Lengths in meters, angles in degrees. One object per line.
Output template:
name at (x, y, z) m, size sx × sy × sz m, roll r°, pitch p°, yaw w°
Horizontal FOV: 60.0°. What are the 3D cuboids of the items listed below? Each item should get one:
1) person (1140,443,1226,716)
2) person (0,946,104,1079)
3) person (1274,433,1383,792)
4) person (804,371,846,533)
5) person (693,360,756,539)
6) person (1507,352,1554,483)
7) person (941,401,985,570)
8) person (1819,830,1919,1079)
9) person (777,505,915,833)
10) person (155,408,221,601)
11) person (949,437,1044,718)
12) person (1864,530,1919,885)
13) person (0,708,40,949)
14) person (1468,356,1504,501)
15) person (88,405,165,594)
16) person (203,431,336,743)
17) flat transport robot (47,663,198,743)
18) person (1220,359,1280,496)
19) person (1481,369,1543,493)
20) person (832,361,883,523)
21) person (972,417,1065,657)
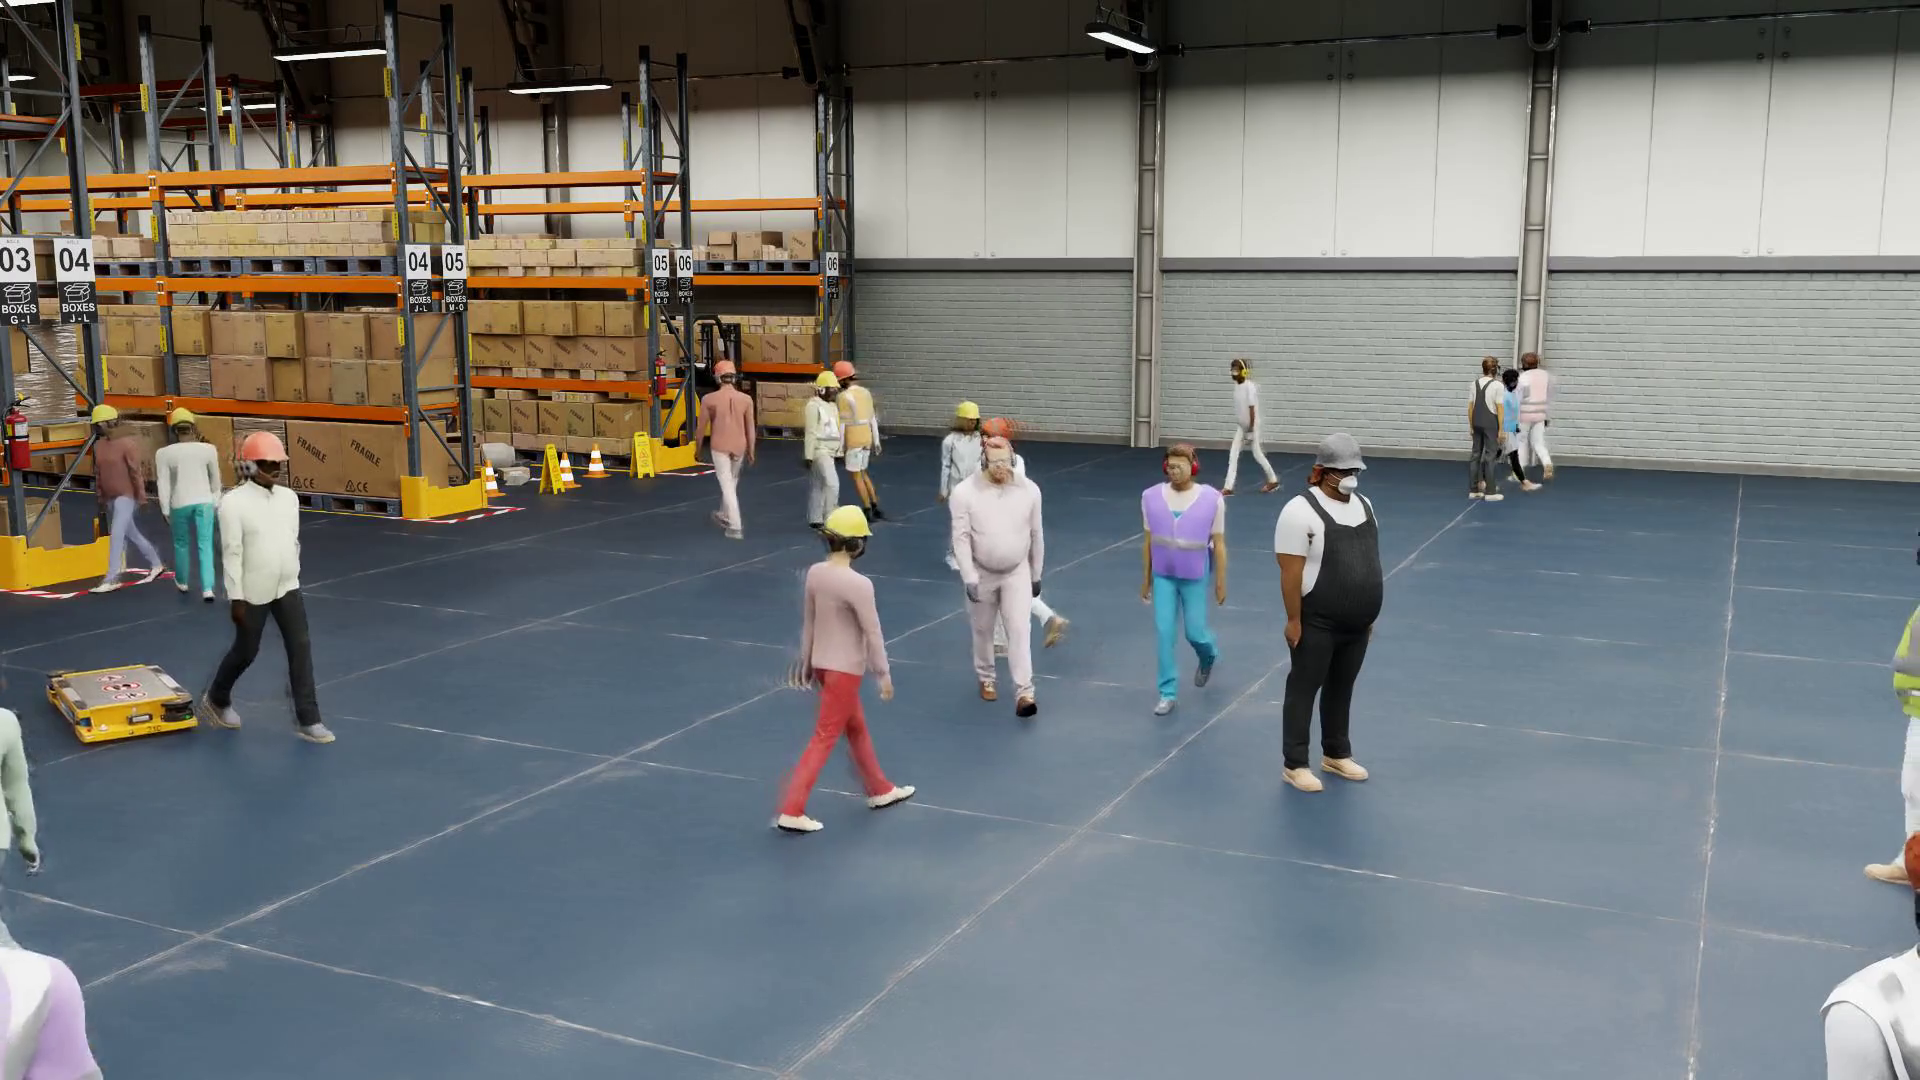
person at (1.518, 0.234, 11.158) m, size 0.576 × 1.825 × 0.665 m, roll 4°, pitch 10°, yaw 23°
person at (-1.881, 1.452, 3.105) m, size 0.633 × 2.003 × 0.860 m, roll -9°, pitch 13°, yaw -43°
person at (2.141, 0.400, 9.458) m, size 0.688 × 2.000 × 0.536 m, roll -6°, pitch 11°, yaw -34°
person at (-1.422, -0.964, 18.487) m, size 0.670 × 1.812 × 0.607 m, roll 3°, pitch 10°, yaw 18°
person at (-2.635, -1.020, 18.484) m, size 0.625 × 1.926 × 1.058 m, roll -6°, pitch 11°, yaw -33°
person at (7.847, -1.662, 22.784) m, size 0.635 × 1.818 × 0.710 m, roll -2°, pitch 9°, yaw -12°
person at (0.049, -0.497, 16.022) m, size 0.495 × 1.700 × 0.897 m, roll -4°, pitch 10°, yaw -26°
person at (1.954, 1.473, 3.365) m, size 0.575 × 1.882 × 0.355 m, roll -5°, pitch 11°, yaw -29°
person at (-0.611, 0.671, 8.794) m, size 0.926 × 1.714 × 0.544 m, roll -7°, pitch 11°, yaw -36°
person at (-6.888, -0.322, 14.893) m, size 0.526 × 1.720 × 0.928 m, roll -5°, pitch 11°, yaw -28°
person at (0.257, 0.238, 11.047) m, size 0.649 × 1.842 × 1.023 m, roll -1°, pitch 9°, yaw -6°
person at (4.650, 0.793, 7.733) m, size 0.605 × 1.824 × 0.635 m, roll 7°, pitch 11°, yaw 36°
person at (-3.655, 1.170, 6.152) m, size 0.858 × 1.580 × 0.580 m, roll 3°, pitch 10°, yaw 17°
person at (6.716, -1.420, 21.215) m, size 0.351 × 1.846 × 0.506 m, roll -6°, pitch 11°, yaw -34°
person at (-7.763, -0.404, 15.408) m, size 0.537 × 1.715 × 0.896 m, roll 4°, pitch 10°, yaw 24°
person at (-4.400, 0.284, 10.428) m, size 0.969 × 1.963 × 0.621 m, roll 5°, pitch 11°, yaw 28°
flat transport robot at (-5.529, 1.042, 10.933) m, size 0.652 × 0.197 × 1.431 m, roll -7°, pitch 11°, yaw -36°
person at (3.789, -1.467, 21.683) m, size 0.974 × 1.805 × 0.504 m, roll -5°, pitch 10°, yaw -26°
person at (7.271, -1.422, 21.831) m, size 0.862 × 1.629 × 0.584 m, roll 5°, pitch 10°, yaw 27°
person at (-1.222, -1.135, 19.322) m, size 0.543 × 1.890 × 0.563 m, roll 5°, pitch 11°, yaw 30°
person at (0.414, -0.004, 12.505) m, size 0.637 × 1.859 × 0.577 m, roll 4°, pitch 10°, yaw 21°
